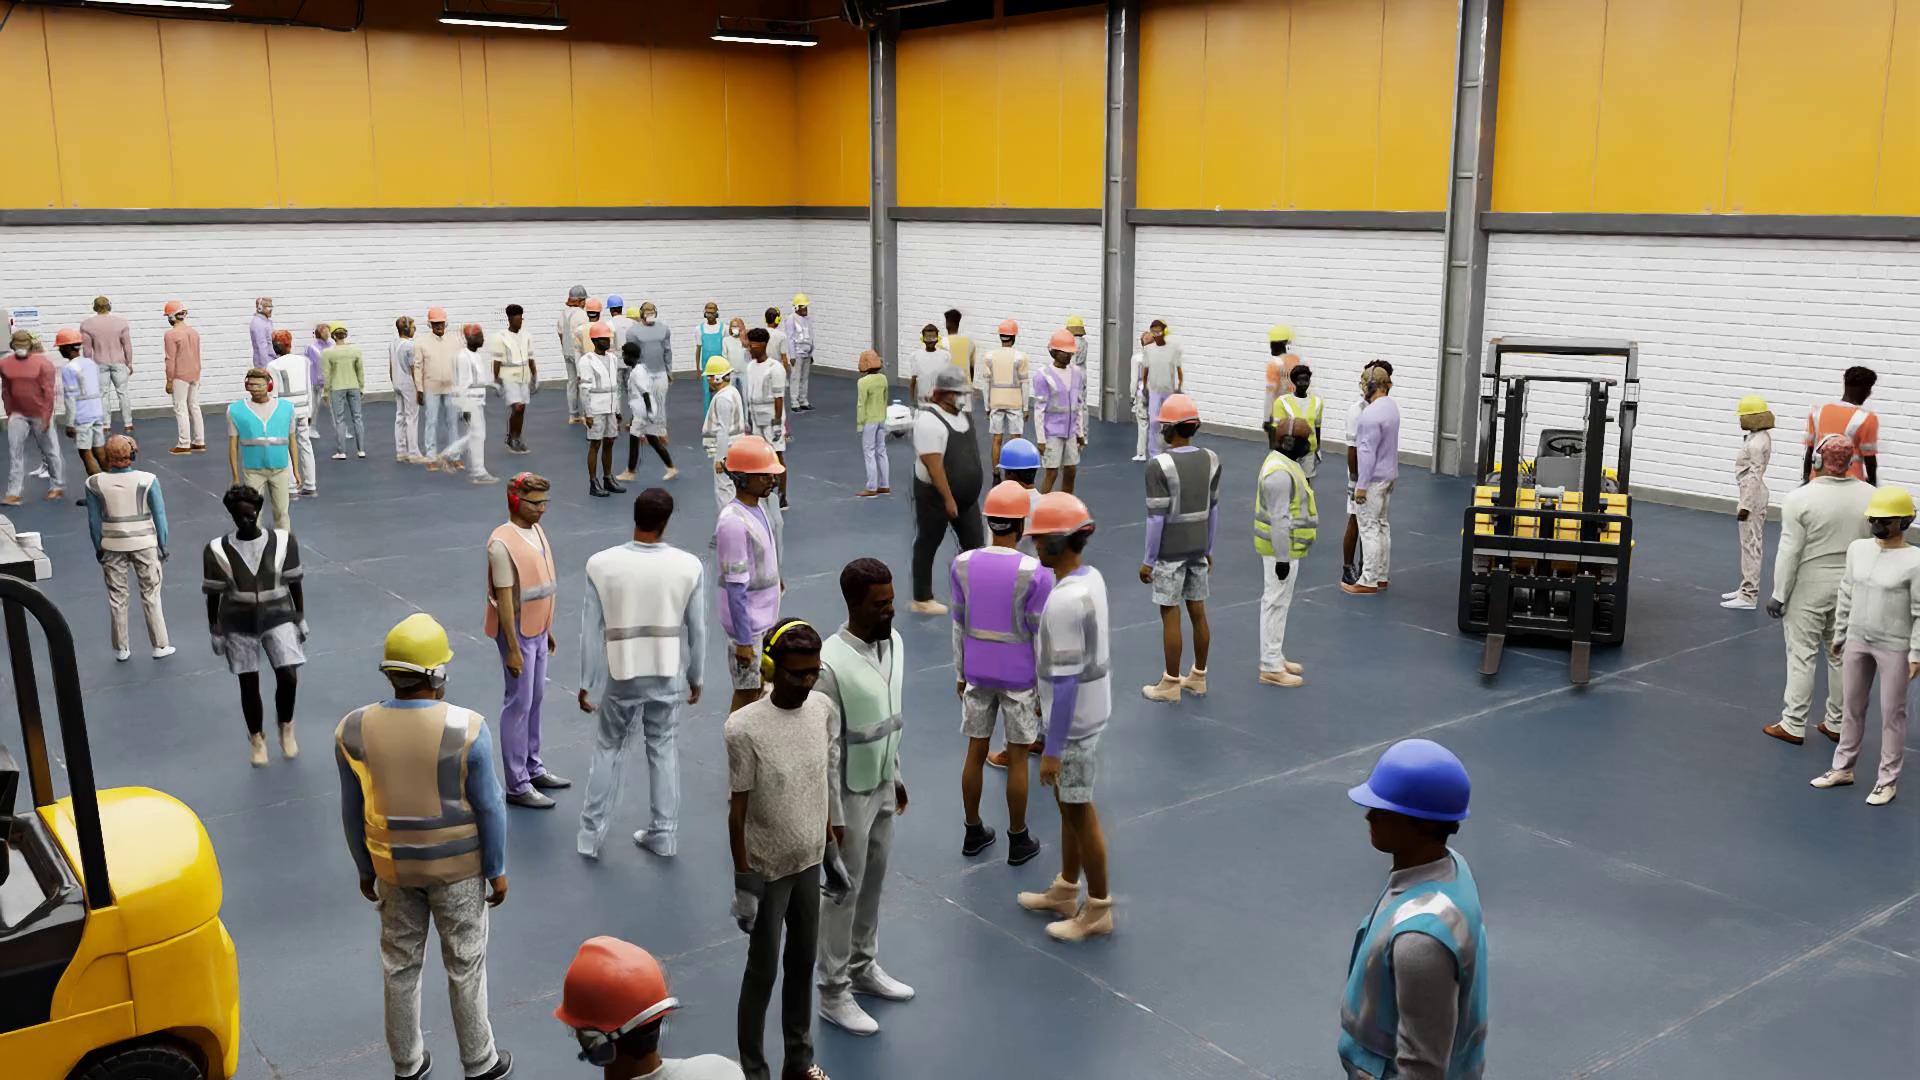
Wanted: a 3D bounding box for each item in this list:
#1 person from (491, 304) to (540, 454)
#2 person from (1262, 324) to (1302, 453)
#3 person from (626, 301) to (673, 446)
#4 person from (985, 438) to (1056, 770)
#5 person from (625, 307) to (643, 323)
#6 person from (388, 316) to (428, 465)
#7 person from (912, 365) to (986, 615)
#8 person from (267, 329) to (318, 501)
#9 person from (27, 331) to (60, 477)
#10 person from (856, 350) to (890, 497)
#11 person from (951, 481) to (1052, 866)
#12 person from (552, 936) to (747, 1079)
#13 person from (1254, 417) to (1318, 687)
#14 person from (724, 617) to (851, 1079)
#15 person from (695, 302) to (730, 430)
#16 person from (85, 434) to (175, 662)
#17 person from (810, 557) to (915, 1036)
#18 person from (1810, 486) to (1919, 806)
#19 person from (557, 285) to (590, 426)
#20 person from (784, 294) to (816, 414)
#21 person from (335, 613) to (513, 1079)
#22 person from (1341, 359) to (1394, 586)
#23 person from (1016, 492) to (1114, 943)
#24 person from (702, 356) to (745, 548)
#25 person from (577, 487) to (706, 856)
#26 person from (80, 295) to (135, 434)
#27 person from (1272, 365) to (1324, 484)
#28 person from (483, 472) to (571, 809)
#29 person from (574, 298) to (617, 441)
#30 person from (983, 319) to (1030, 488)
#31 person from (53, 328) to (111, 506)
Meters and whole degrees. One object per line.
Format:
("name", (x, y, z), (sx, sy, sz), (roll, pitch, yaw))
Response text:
("person", (-5.694, -2.063, 21.407), (0.465, 1.949, 0.645), (8, 14, 34))
("person", (3.561, -1.429, 18.440), (0.448, 1.914, 0.616), (11, 16, 42))
("person", (-4.142, -2.223, 22.257), (0.635, 1.929, 0.381), (-8, 14, -33))
("person", (0.364, 0.377, 9.675), (0.416, 1.940, 0.615), (10, 16, 41))
("person", (-4.672, -2.501, 24.063), (0.326, 1.736, 0.486), (3, 12, 15))
("person", (-6.874, -1.857, 20.681), (0.517, 1.843, 0.326), (9, 15, 37))
("person", (0.004, -0.379, 13.065), (0.935, 2.000, 0.687), (8, 14, 34))
("person", (-7.341, -1.368, 18.243), (0.358, 1.880, 0.575), (6, 13, 25))
("person", (-10.978, -1.614, 19.772), (0.484, 1.736, 0.321), (10, 16, 41))
("person", (-0.972, -1.291, 18.477), (0.276, 1.627, 0.497), (8, 14, 34))
("person", (0.219, 0.662, 8.315), (0.544, 1.930, 0.389), (6, 13, 26))
("person", (-0.724, 1.709, 3.698), (0.342, 1.747, 0.582), (11, 16, 41))
("person", (2.226, 0.069, 11.390), (0.429, 1.839, 0.633), (2, 12, 12))
("person", (-0.610, 1.182, 5.960), (0.327, 1.865, 0.517), (10, 15, 40))
("person", (-3.494, -2.447, 23.565), (0.501, 1.839, 0.347), (0, 12, -1))
("person", (-5.938, 0.063, 11.906), (0.514, 1.641, 0.307), (-3, 12, -13))
("person", (-0.412, 1.001, 6.700), (0.371, 1.916, 0.597), (6, 13, 26))
("person", (5.038, 0.573, 9.134), (0.326, 1.769, 0.524), (-6, 13, -26))
("person", (-5.506, -2.696, 24.255), (0.676, 2.000, 0.536), (10, 15, 40))
("person", (-2.439, -2.869, 25.593), (0.404, 1.833, 0.589), (6, 13, 26))
("person", (-1.942, 1.167, 6.103), (0.590, 1.833, 0.403), (1, 12, 3))
("person", (3.487, -0.559, 14.113), (0.614, 1.963, 0.362), (-11, 16, -43))
("person", (0.482, 0.791, 7.446), (0.426, 2.039, 0.644), (3, 12, 12))
("person", (-2.248, -0.841, 15.848), (0.403, 1.817, 0.602), (0, 12, -1))
("person", (-1.629, 0.676, 8.384), (0.707, 1.885, 0.519), (-4, 12, -18))
("person", (-11.928, -2.449, 23.309), (0.627, 1.940, 0.371), (-6, 13, -26))
("person", (3.299, -0.870, 16.271), (0.535, 1.697, 0.322), (-3, 12, -13))
("person", (-2.396, 0.537, 9.133), (0.388, 1.837, 0.564), (1, 12, 4))
("person", (-4.958, -2.317, 22.679), (0.551, 1.935, 0.373), (0, 12, 1))
("person", (0.536, -1.545, 18.943), (0.546, 1.939, 0.375), (4, 12, 19))
("person", (-9.474, -1.324, 17.939), (0.444, 1.917, 0.545), (1, 12, 3))
